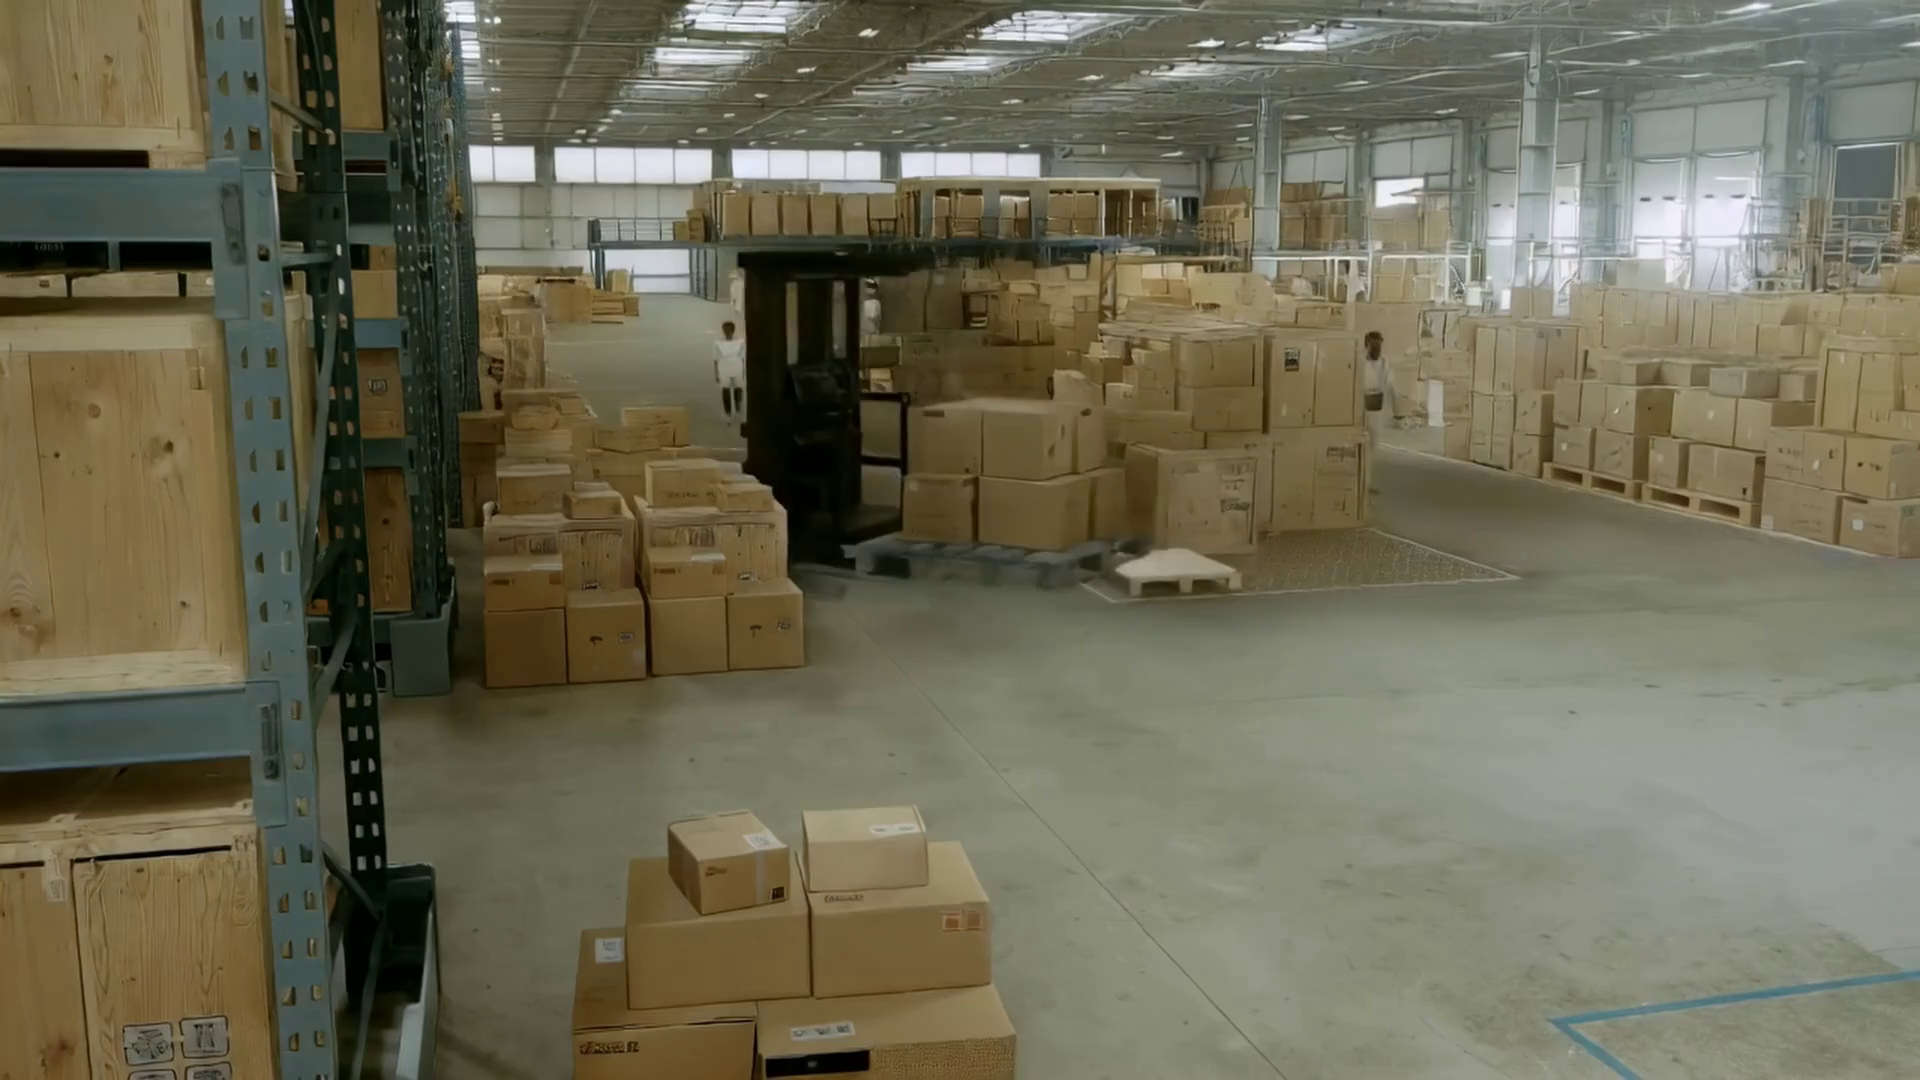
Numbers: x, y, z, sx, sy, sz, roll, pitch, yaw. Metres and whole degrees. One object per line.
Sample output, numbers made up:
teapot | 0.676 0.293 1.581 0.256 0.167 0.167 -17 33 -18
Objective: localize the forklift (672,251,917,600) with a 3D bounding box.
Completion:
forklift | -1.449 -1.034 14.028 1.873 2.768 1.129 6 12 29

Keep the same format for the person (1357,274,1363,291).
person | 16.459 -10.218 69.325 0.619 1.712 0.835 0 10 0

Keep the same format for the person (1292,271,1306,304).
person | 14.433 -10.531 70.810 0.670 1.822 0.628 -9 13 -42

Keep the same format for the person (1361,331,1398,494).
person | 4.754 -1.464 19.246 0.604 1.899 0.461 -8 13 -37

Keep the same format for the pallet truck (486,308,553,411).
pallet truck | -6.242 -2.418 24.362 0.823 1.965 1.885 1 10 3

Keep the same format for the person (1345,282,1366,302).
person | 11.524 -6.589 48.427 0.633 1.842 0.429 -2 10 -8

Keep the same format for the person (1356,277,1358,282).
person | 16.270 -10.063 68.606 0.793 1.662 0.547 -5 11 -25

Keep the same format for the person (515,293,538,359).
person | -8.517 -3.896 32.861 0.669 1.943 0.617 6 11 29

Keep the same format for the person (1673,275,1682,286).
person | 22.905 -7.507 53.313 0.608 1.959 0.971 6 12 33

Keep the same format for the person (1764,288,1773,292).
person | 18.647 -4.863 38.443 0.633 1.917 0.768 2 10 13

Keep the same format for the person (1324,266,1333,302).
person | 17.313 -11.876 77.965 0.567 1.975 0.655 2 10 11

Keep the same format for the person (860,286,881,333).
person | -2.224 -5.252 40.645 0.549 1.908 0.837 9 13 41

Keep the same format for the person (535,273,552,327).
person | -15.056 -8.582 59.526 0.887 1.898 0.566 -2 10 -12

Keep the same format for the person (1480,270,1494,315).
person | 21.219 -9.914 66.994 0.543 1.934 0.362 7 12 36

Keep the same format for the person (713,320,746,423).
person | -3.735 -2.731 27.019 0.545 1.680 0.375 -1 10 -6

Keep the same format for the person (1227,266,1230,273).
person | 12.671 -12.027 78.913 0.615 1.945 0.404 3 10 15

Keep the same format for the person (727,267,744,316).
person | -9.251 -10.221 68.426 0.695 2.000 0.920 0 10 -2

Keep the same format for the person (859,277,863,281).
person | -4.533 -10.708 71.237 0.855 2.015 0.616 9 13 40

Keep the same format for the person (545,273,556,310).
person | -17.401 -10.440 70.497 0.548 1.733 0.798 4 11 20

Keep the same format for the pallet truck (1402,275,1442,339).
pallet truck | 14.620 -7.324 52.145 0.823 1.965 1.885 8 13 40

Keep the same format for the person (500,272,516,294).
person | -18.113 -9.793 66.592 0.596 1.826 0.990 -2 10 -12
